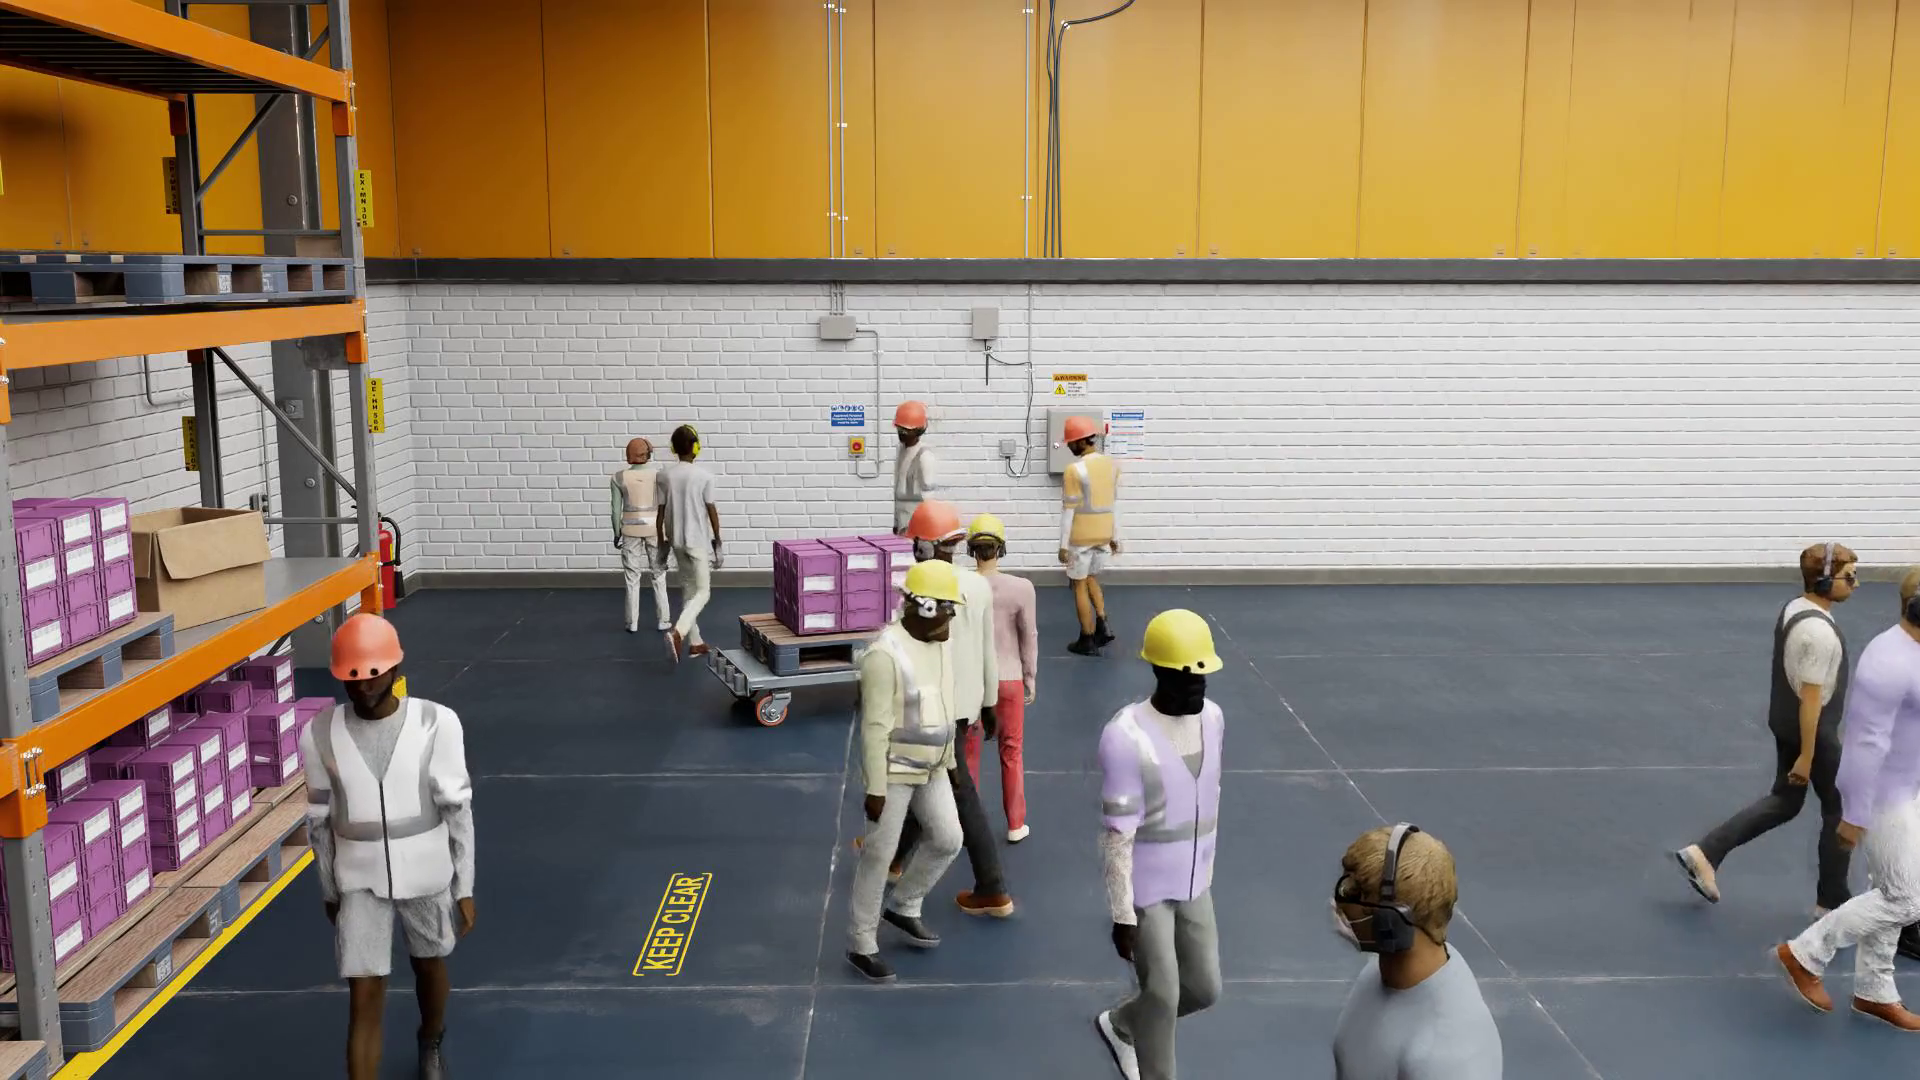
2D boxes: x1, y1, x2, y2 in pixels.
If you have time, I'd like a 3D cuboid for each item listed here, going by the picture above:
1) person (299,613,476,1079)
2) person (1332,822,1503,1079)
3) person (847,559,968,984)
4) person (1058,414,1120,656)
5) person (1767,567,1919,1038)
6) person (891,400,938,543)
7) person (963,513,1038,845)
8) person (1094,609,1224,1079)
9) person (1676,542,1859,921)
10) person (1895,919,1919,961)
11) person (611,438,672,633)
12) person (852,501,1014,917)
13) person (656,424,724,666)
[{"bbox_3d":[-1.965,1.171,5.752,0.564,1.883,1.012,-2,10,-13],"label":"person"},{"bbox_3d":[0.915,1.519,3.432,0.372,1.936,0.629,1,9,5],"label":"person"},{"bbox_3d":[-0.223,0.977,7.190,0.454,1.801,0.644,6,11,32],"label":"person"},{"bbox_3d":[0.997,-0.037,13.051,0.590,1.906,0.399,-8,12,-39],"label":"person"},{"bbox_3d":[3.636,1.016,6.563,0.499,1.920,0.650,8,12,41],"label":"person"},{"bbox_3d":[-0.301,-0.140,13.381,0.663,2.010,0.630,-4,10,-23],"label":"person"},{"bbox_3d":[0.147,0.736,8.771,0.524,1.762,0.325,0,9,2],"label":"person"},{"bbox_3d":[0.673,1.155,5.753,0.592,1.907,0.554,-8,12,-40],"label":"person"},{"bbox_3d":[3.847,0.889,7.684,0.819,1.807,0.516,1,9,9],"label":"person"},{"bbox_3d":[4.330,0.917,7.196,0.606,1.912,0.464,-8,12,-42],"label":"person"},{"bbox_3d":[-2.644,-0.035,13.872,0.512,1.639,0.311,-1,9,-8],"label":"person"},{"bbox_3d":[-0.135,0.782,7.904,1.031,1.942,0.628,7,11,36],"label":"person"},{"bbox_3d":[-2.098,0.040,12.776,0.521,1.853,0.775,3,10,20],"label":"person"}]
